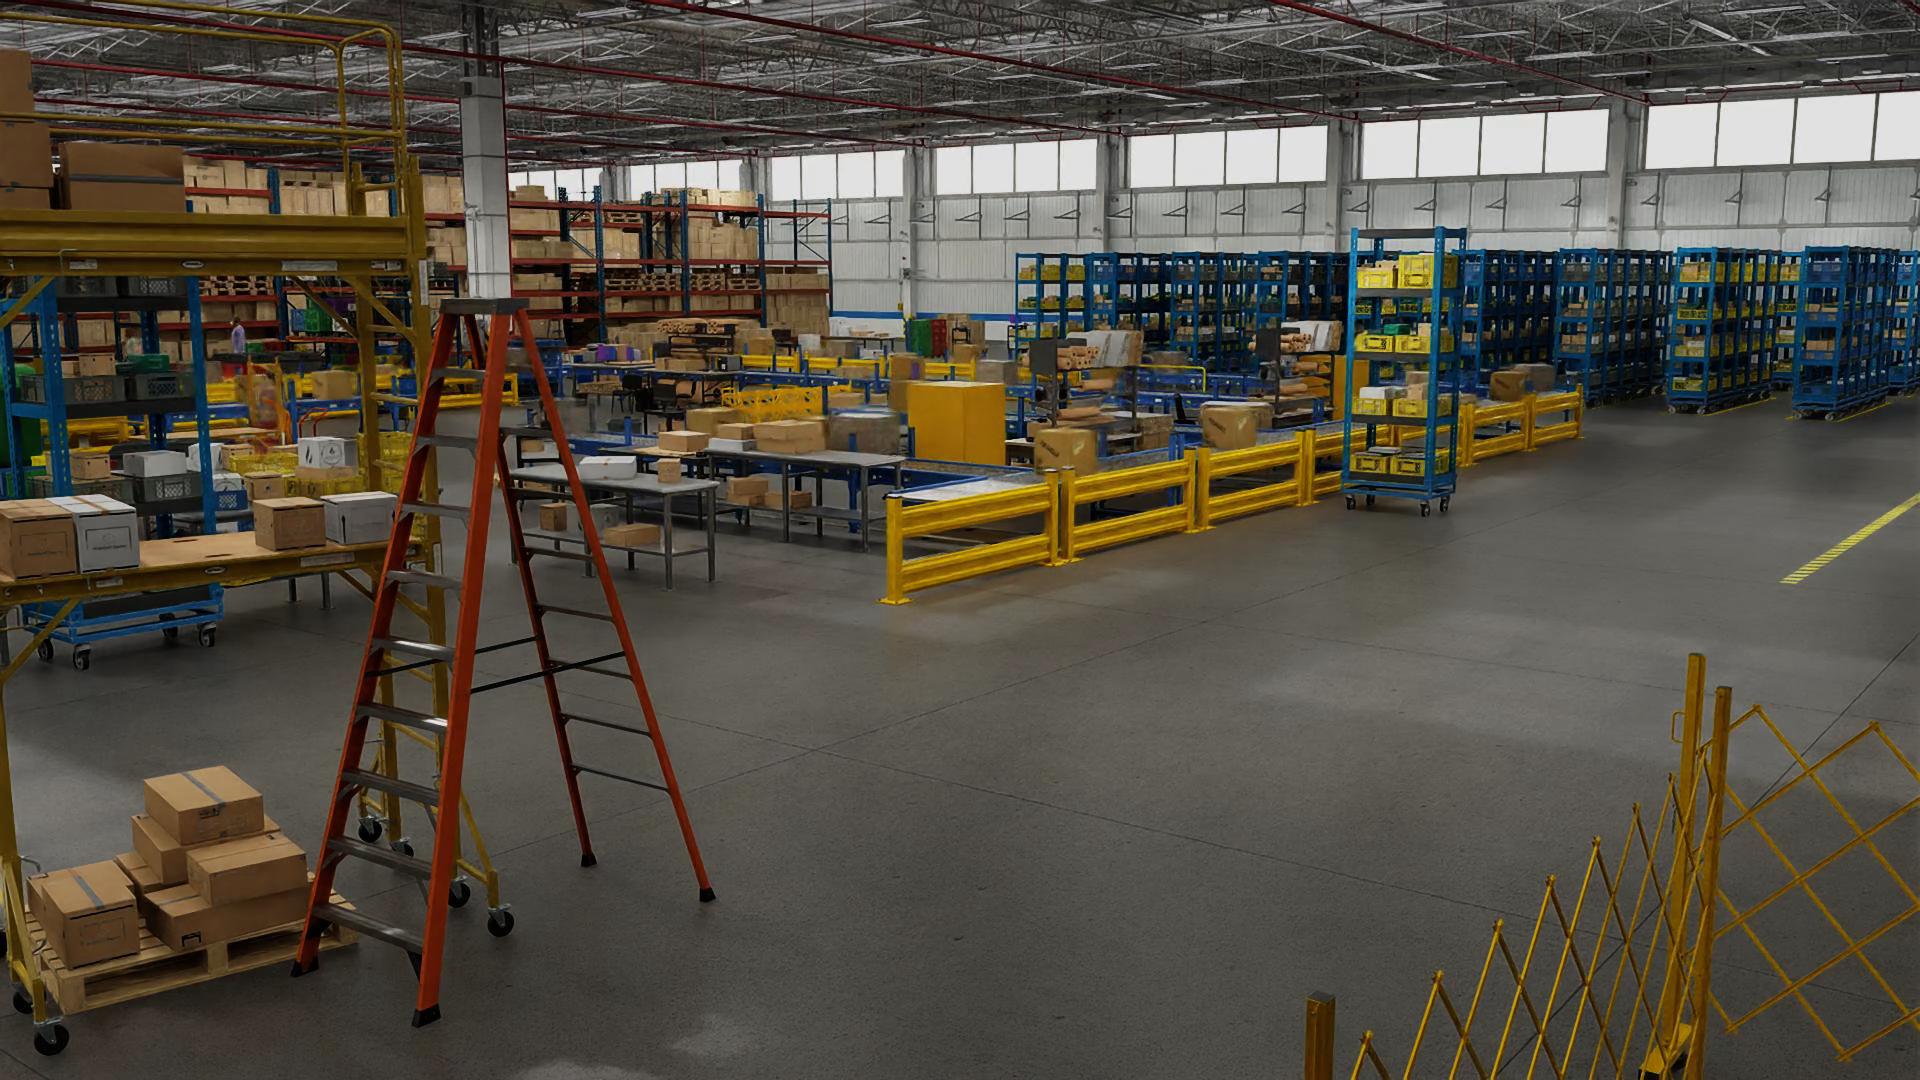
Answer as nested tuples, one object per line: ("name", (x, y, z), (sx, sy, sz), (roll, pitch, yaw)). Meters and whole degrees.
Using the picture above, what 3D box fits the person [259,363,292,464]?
("person", (-10.178, -1.757, 24.594), (0.539, 1.725, 0.888), (7, 11, 37))

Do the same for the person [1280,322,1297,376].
("person", (7.682, -4.146, 38.956), (0.669, 1.894, 0.432), (-8, 12, -41))

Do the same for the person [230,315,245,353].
("person", (-19.150, -4.996, 44.141), (0.358, 1.938, 0.636), (-5, 10, -28))

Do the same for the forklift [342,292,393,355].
("forklift", (-16.485, -5.622, 45.120), (1.129, 2.768, 1.873), (7, 11, 37))

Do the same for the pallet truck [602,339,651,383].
("pallet truck", (-8.991, -4.871, 45.351), (0.653, 1.274, 1.630), (7, 11, 37))

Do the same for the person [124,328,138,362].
("person", (-21.717, -4.750, 43.614), (0.386, 1.622, 0.516), (-7, 12, -39))

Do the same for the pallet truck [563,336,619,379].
("pallet truck", (-10.690, -5.294, 48.215), (1.601, 1.201, 0.680), (-5, 10, -26))

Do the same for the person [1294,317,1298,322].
("person", (10.272, -6.052, 50.604), (0.415, 1.985, 0.611), (7, 11, 36))

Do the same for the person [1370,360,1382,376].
("person", (8.893, -3.592, 35.889), (0.946, 1.787, 0.592), (7, 11, 36))
